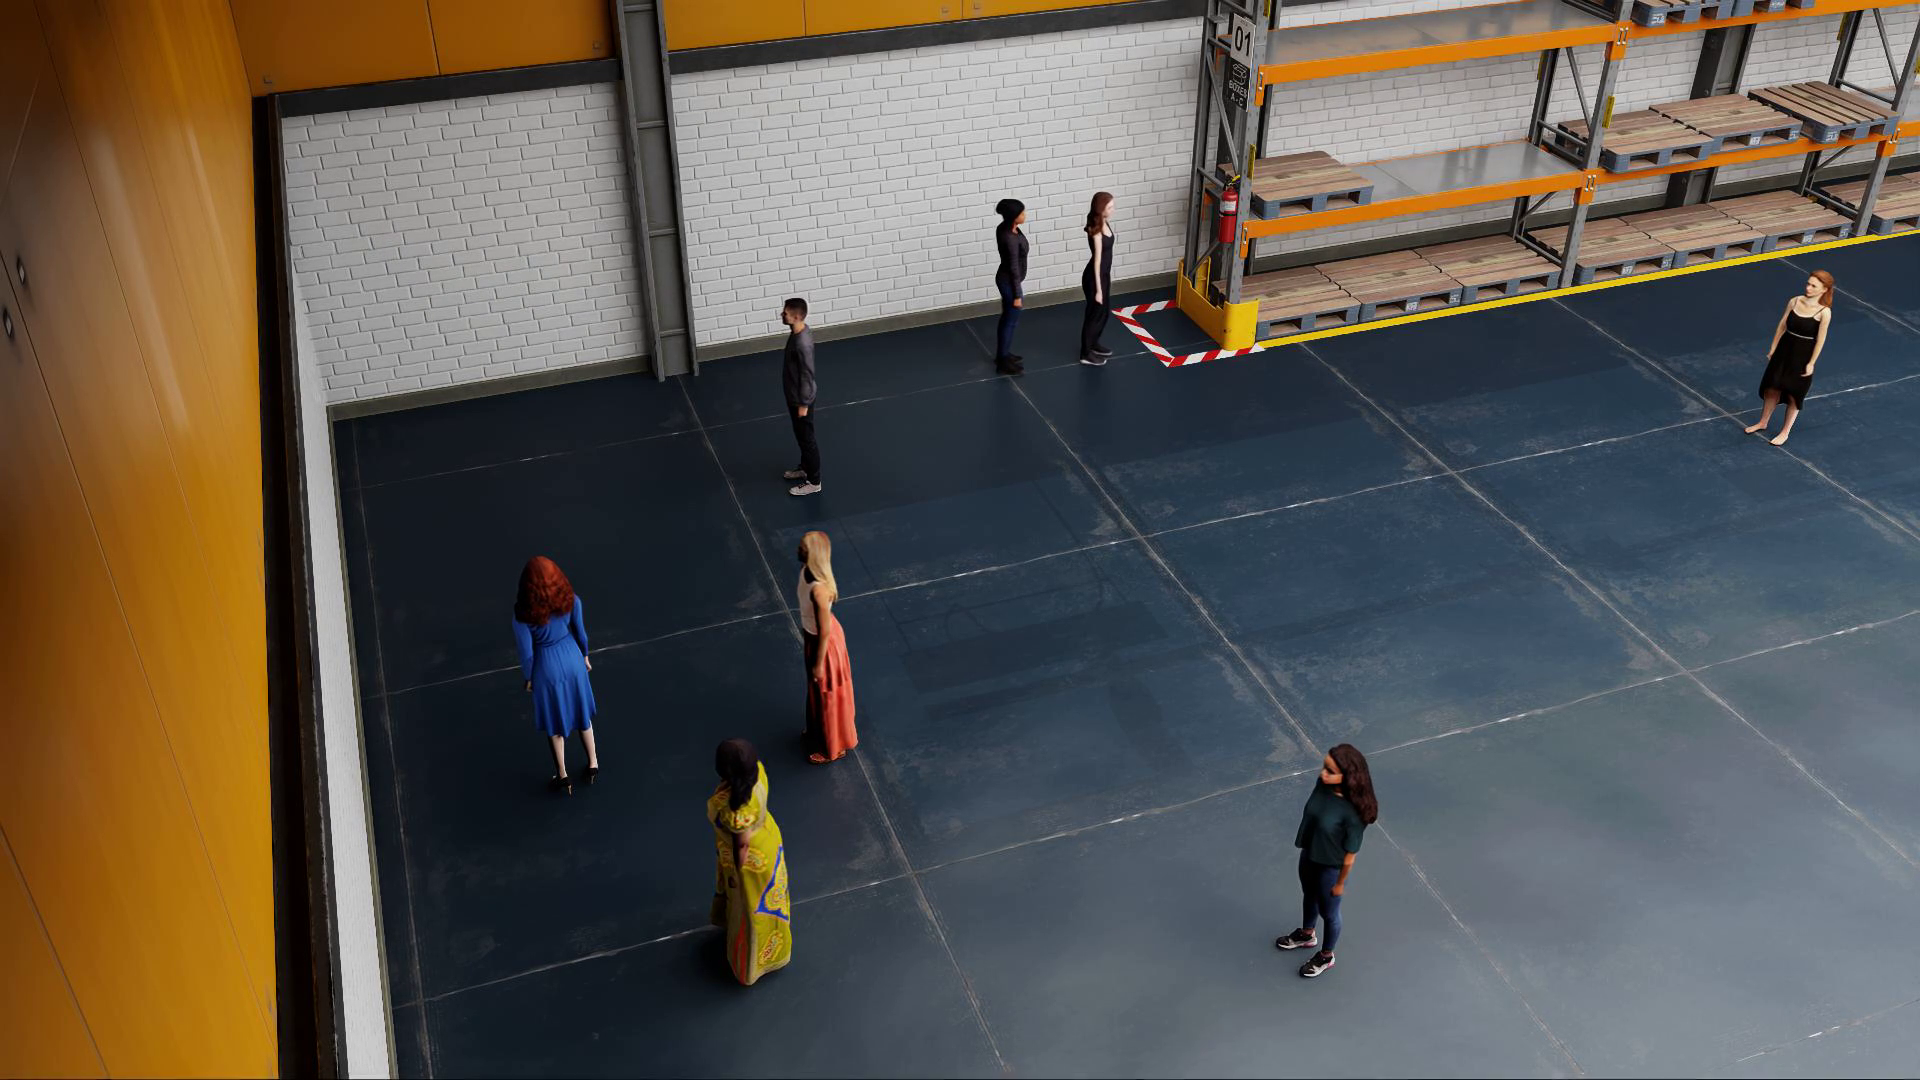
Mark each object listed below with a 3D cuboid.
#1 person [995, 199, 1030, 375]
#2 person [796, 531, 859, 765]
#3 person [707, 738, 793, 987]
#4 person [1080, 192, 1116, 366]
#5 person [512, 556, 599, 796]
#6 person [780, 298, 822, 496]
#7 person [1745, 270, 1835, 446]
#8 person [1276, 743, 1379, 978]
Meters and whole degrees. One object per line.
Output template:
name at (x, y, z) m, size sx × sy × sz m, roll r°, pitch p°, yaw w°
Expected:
person at (0.459, -2.392, 15.673) m, size 0.613 × 1.747 × 0.669 m, roll -4°, pitch 34°, yaw -5°
person at (-0.902, 0.697, 10.976) m, size 0.635 × 1.802 × 0.664 m, roll -6°, pitch 34°, yaw -9°
person at (-1.211, 1.774, 9.484) m, size 0.963 × 1.659 × 0.981 m, roll 2°, pitch 34°, yaw 3°
person at (1.294, -2.498, 15.838) m, size 0.706 × 1.740 × 0.675 m, roll 9°, pitch 35°, yaw 13°
person at (-2.581, 0.877, 10.681) m, size 0.568 × 1.829 × 0.716 m, roll -19°, pitch 38°, yaw -26°
person at (-1.329, -1.211, 13.883) m, size 0.561 × 1.761 × 0.642 m, roll -7°, pitch 34°, yaw -11°
person at (7.346, -1.614, 14.613) m, size 0.634 × 1.624 × 0.630 m, roll -20°, pitch 39°, yaw -28°
person at (2.097, 1.806, 9.474) m, size 0.589 × 1.617 × 0.595 m, roll -13°, pitch 36°, yaw -18°
